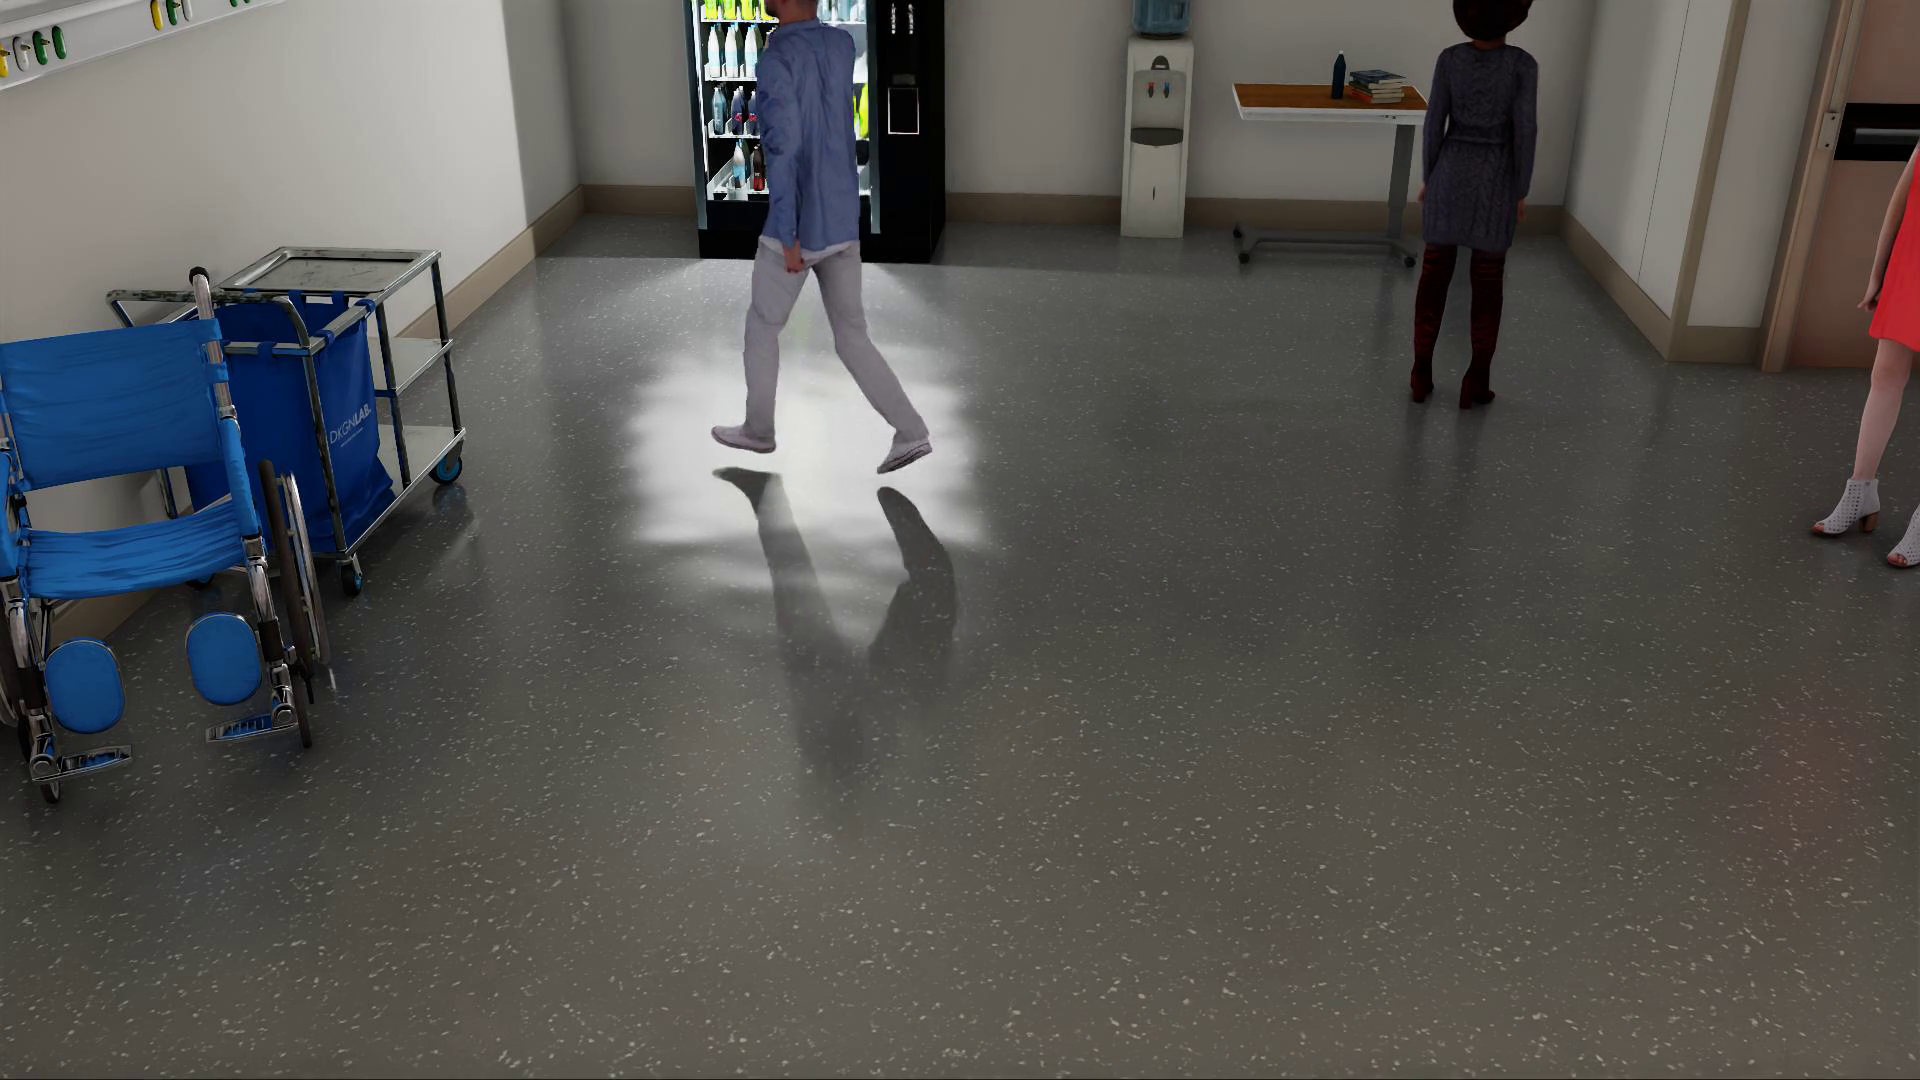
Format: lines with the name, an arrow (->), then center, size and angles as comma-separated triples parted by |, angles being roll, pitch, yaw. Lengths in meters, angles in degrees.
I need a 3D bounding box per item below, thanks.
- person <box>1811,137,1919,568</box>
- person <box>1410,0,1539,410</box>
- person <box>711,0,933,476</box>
person -> 3.103, -0.804, 5.224 | 0.699, 1.827, 0.679 | -14, 29, -27
person -> 2.002, -1.359, 6.510 | 0.588, 1.709, 0.709 | 15, 30, 29
person -> -0.451, -1.088, 5.770 | 1.246, 1.864, 1.058 | 19, 32, 34
